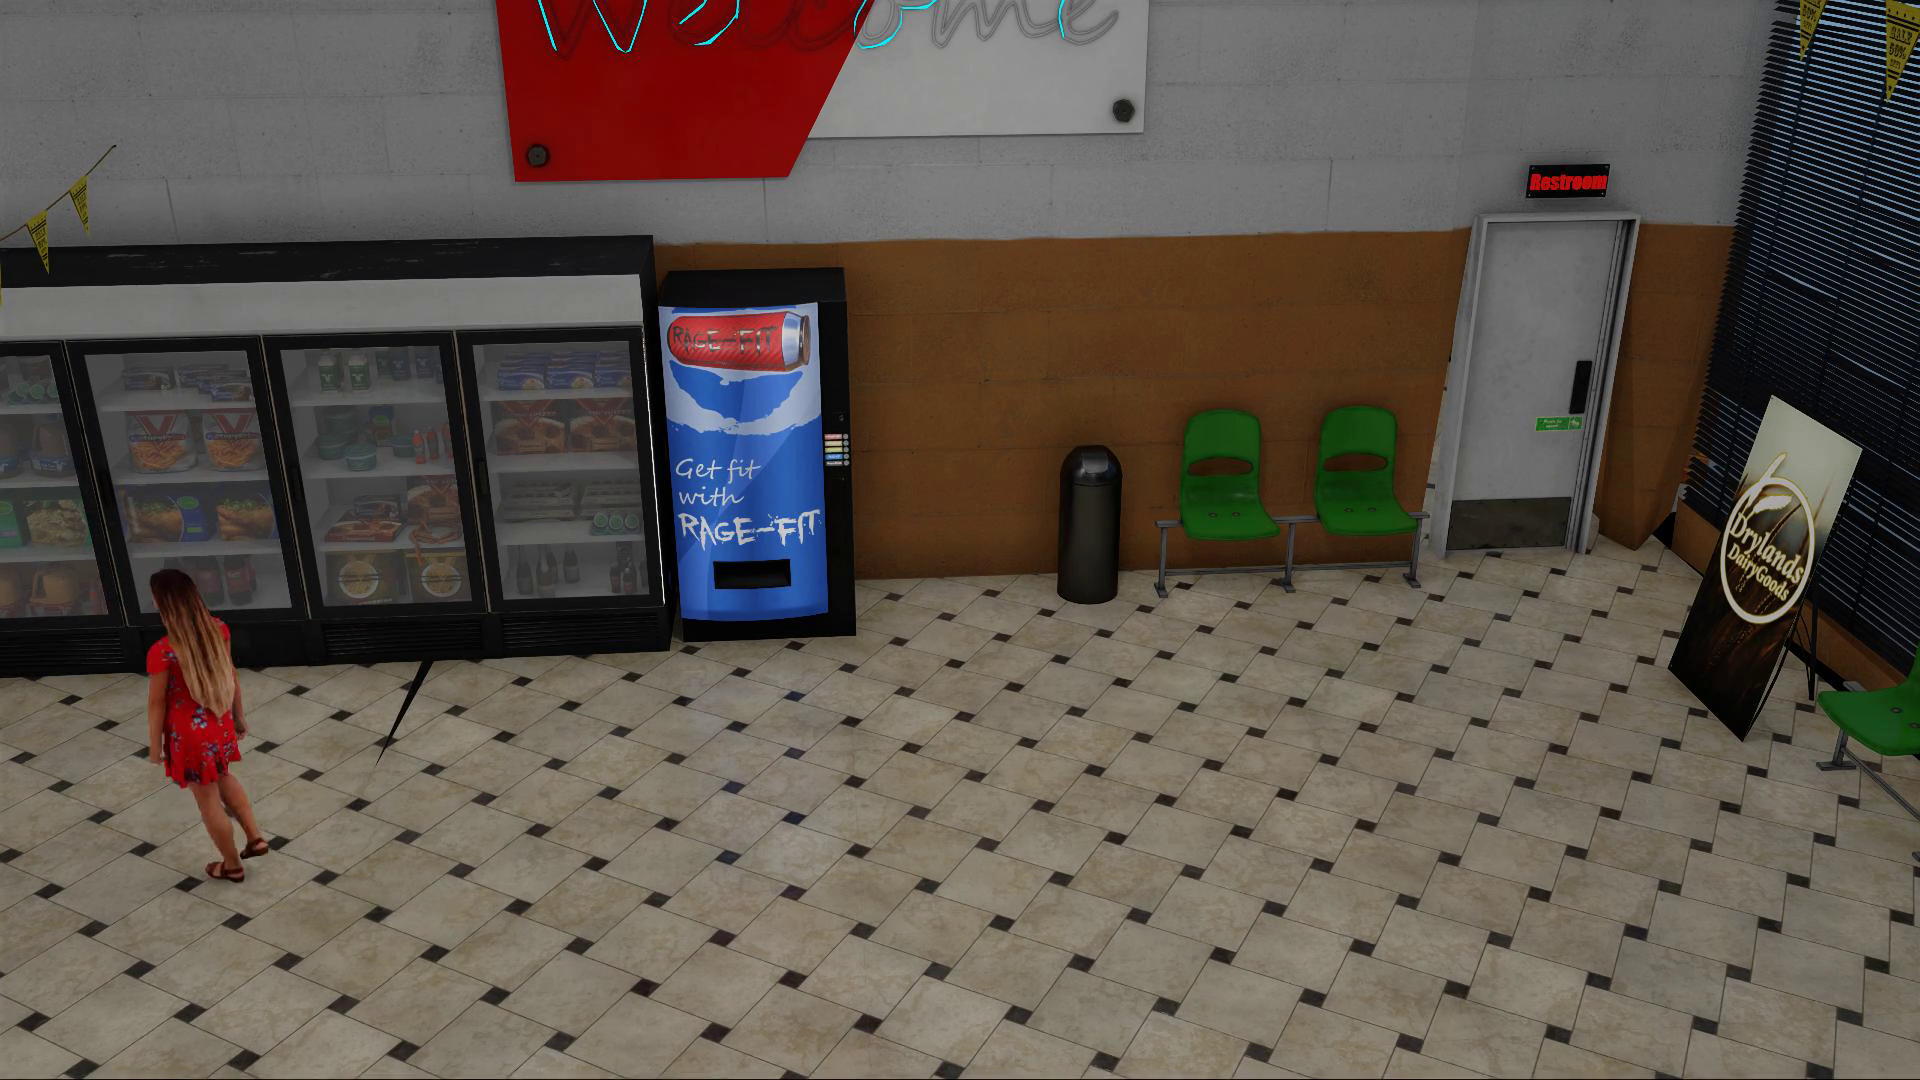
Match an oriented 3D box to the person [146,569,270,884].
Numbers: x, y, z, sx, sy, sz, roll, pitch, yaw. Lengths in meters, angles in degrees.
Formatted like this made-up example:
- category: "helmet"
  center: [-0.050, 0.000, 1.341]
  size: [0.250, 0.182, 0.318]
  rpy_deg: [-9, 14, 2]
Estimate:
- category: "person"
  center: [-3.347, 0.877, 7.449]
  size: [0.769, 1.584, 0.706]
  rpy_deg: [10, 26, 22]
